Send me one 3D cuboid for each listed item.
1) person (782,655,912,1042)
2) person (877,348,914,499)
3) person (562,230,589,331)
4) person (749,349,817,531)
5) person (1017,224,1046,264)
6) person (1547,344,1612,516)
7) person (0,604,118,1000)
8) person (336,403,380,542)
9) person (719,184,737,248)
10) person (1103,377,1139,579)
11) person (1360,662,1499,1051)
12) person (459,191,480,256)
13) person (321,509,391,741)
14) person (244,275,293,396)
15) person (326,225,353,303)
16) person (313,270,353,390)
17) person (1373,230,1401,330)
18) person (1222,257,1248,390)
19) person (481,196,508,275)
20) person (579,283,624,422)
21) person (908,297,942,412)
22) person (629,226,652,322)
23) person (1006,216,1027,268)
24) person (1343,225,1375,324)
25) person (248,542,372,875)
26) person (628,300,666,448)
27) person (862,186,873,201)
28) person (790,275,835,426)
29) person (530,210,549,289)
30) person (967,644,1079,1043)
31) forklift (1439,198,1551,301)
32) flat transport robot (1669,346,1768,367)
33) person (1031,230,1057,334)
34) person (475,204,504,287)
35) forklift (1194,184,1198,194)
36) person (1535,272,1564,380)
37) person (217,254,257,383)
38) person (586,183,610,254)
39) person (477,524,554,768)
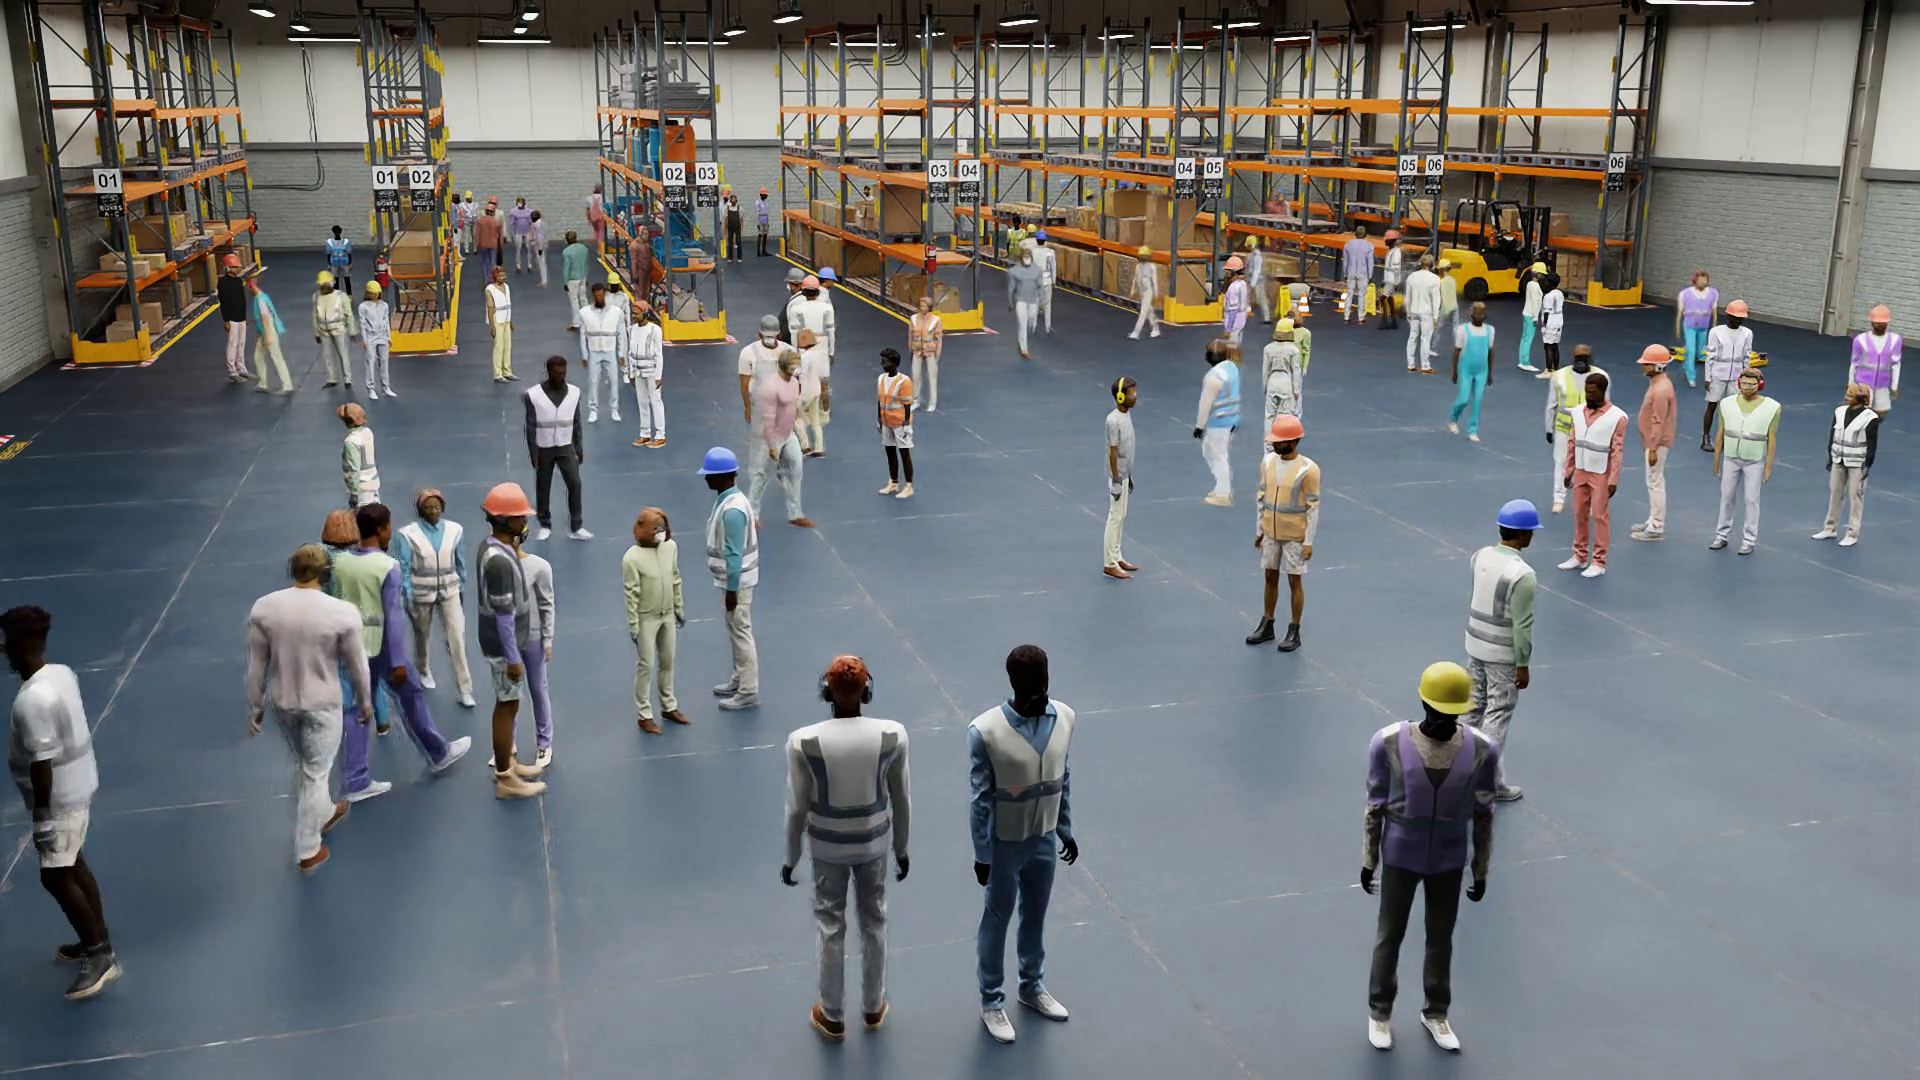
[{"bbox_3d":[-0.543,1.446,7.826,0.628,1.881,0.373,-3,15,-12],"label":"person"},{"bbox_3d":[-0.723,-1.300,18.515,0.322,1.688,0.538,-14,20,-42],"label":"person"},{"bbox_3d":[-7.346,-4.954,31.800,0.378,1.929,0.635,9,17,30],"label":"person"},{"bbox_3d":[-1.892,-1.026,17.106,0.714,1.898,0.649,7,17,26],"label":"person"},{"bbox_3d":[1.476,-5.706,34.829,0.620,1.815,0.610,-3,15,-10],"label":"person"},{"bbox_3d":[6.595,-1.178,17.770,0.635,1.836,0.429,5,16,19],"label":"person"},{"bbox_3d":[-4.526,1.283,8.347,0.391,1.925,0.739,-5,16,-18],"label":"person"},{"bbox_3d":[-5.557,-0.467,15.465,0.314,1.639,0.514,0,15,0],"label":"person"},{"bbox_3d":[-6.970,-9.652,49.535,0.874,1.896,0.583,13,19,40],"label":"person"},{"bbox_3d":[1.508,-0.584,15.455,0.328,1.876,0.513,5,16,17],"label":"person"},{"bbox_3d":[2.158,1.462,7.676,0.591,1.917,0.405,2,15,6],"label":"person"},{"bbox_3d":[-13.836,-8.949,47.016,0.599,1.827,0.403,-11,19,-36],"label":"person"},{"bbox_3d":[-4.214,0.588,11.502,0.499,1.634,0.279,-8,17,-27],"label":"person"},{"bbox_3d":[-10.431,-3.051,24.895,0.678,1.799,0.579,-9,17,-29],"label":"person"},{"bbox_3d":[-13.470,-5.985,36.133,0.533,1.692,0.316,-4,15,-15],"label":"person"},{"bbox_3d":[-9.555,-3.188,25.344,0.603,1.832,0.404,2,15,6],"label":"person"},{"bbox_3d":[8.186,-4.991,31.958,0.658,1.911,0.565,0,15,0],"label":"person"},{"bbox_3d":[4.128,-3.259,25.194,0.377,2.045,0.605,6,16,22],"label":"person"},{"bbox_3d":[-11.787,-7.708,42.136,0.634,1.957,0.745,-5,16,-19],"label":"person"},{"bbox_3d":[-4.926,-2.588,22.915,0.591,1.915,0.380,-4,15,-13],"label":"person"},{"bbox_3d":[-0.495,-2.643,23.652,0.519,1.638,0.312,6,16,21],"label":"person"},{"bbox_3d":[-6.310,-5.287,33.122,0.401,1.893,0.654,5,16,19],"label":"person"},{"bbox_3d":[1.327,-6.723,38.908,0.535,1.691,0.319,7,16,25],"label":"person"},{"bbox_3d":[7.851,-5.226,32.828,0.625,1.931,0.378,10,18,32],"label":"person"},{"bbox_3d":[-3.722,0.927,9.719,0.641,1.899,0.885,2,15,9],"label":"person"},{"bbox_3d":[-4.002,-2.113,21.209,0.576,1.879,0.356,10,18,34],"label":"person"},{"bbox_3d":[-2.705,-9.537,49.185,0.514,1.860,0.328,10,18,33],"label":"person"},{"bbox_3d":[-2.003,-2.562,22.571,0.605,2.045,0.378,-4,15,-15],"label":"person"},{"bbox_3d":[-9.891,-6.835,39.145,0.432,1.805,0.809,-3,15,-10],"label":"person"},{"bbox_3d":[0.293,1.403,7.889,0.587,1.920,0.391,-10,18,-34],"label":"person"},{"bbox_3d":[11.913,-6.508,37.130,2.313,2.155,1.214,-4,15,-15],"label":"forklift"},{"bbox_3d":[12.773,-3.115,28.050,0.652,0.197,1.431,-12,19,-38],"label":"flat transport robot"},{"bbox_3d":[1.528,-4.881,31.484,0.601,1.948,0.386,3,15,11],"label":"person"},{"bbox_3d":[-11.080,-6.913,39.182,0.638,1.919,0.892,-4,15,-15],"label":"person"},{"bbox_3d":[7.392,-11.333,53.972,1.873,2.768,1.129,-4,15,-15],"label":"forklift"},{"bbox_3d":[9.391,-3.401,26.412,0.322,1.690,0.532,12,19,39],"label":"person"},{"bbox_3d":[-11.376,-3.486,26.141,0.396,1.992,0.623,2,15,6],"label":"person"},{"bbox_3d":[-10.305,-9.275,47.839,0.695,2.000,0.989,3,15,10],"label":"person"},{"bbox_3d":[-2.934,0.651,11.014,0.523,1.769,0.309,2,15,7],"label":"person"}]
